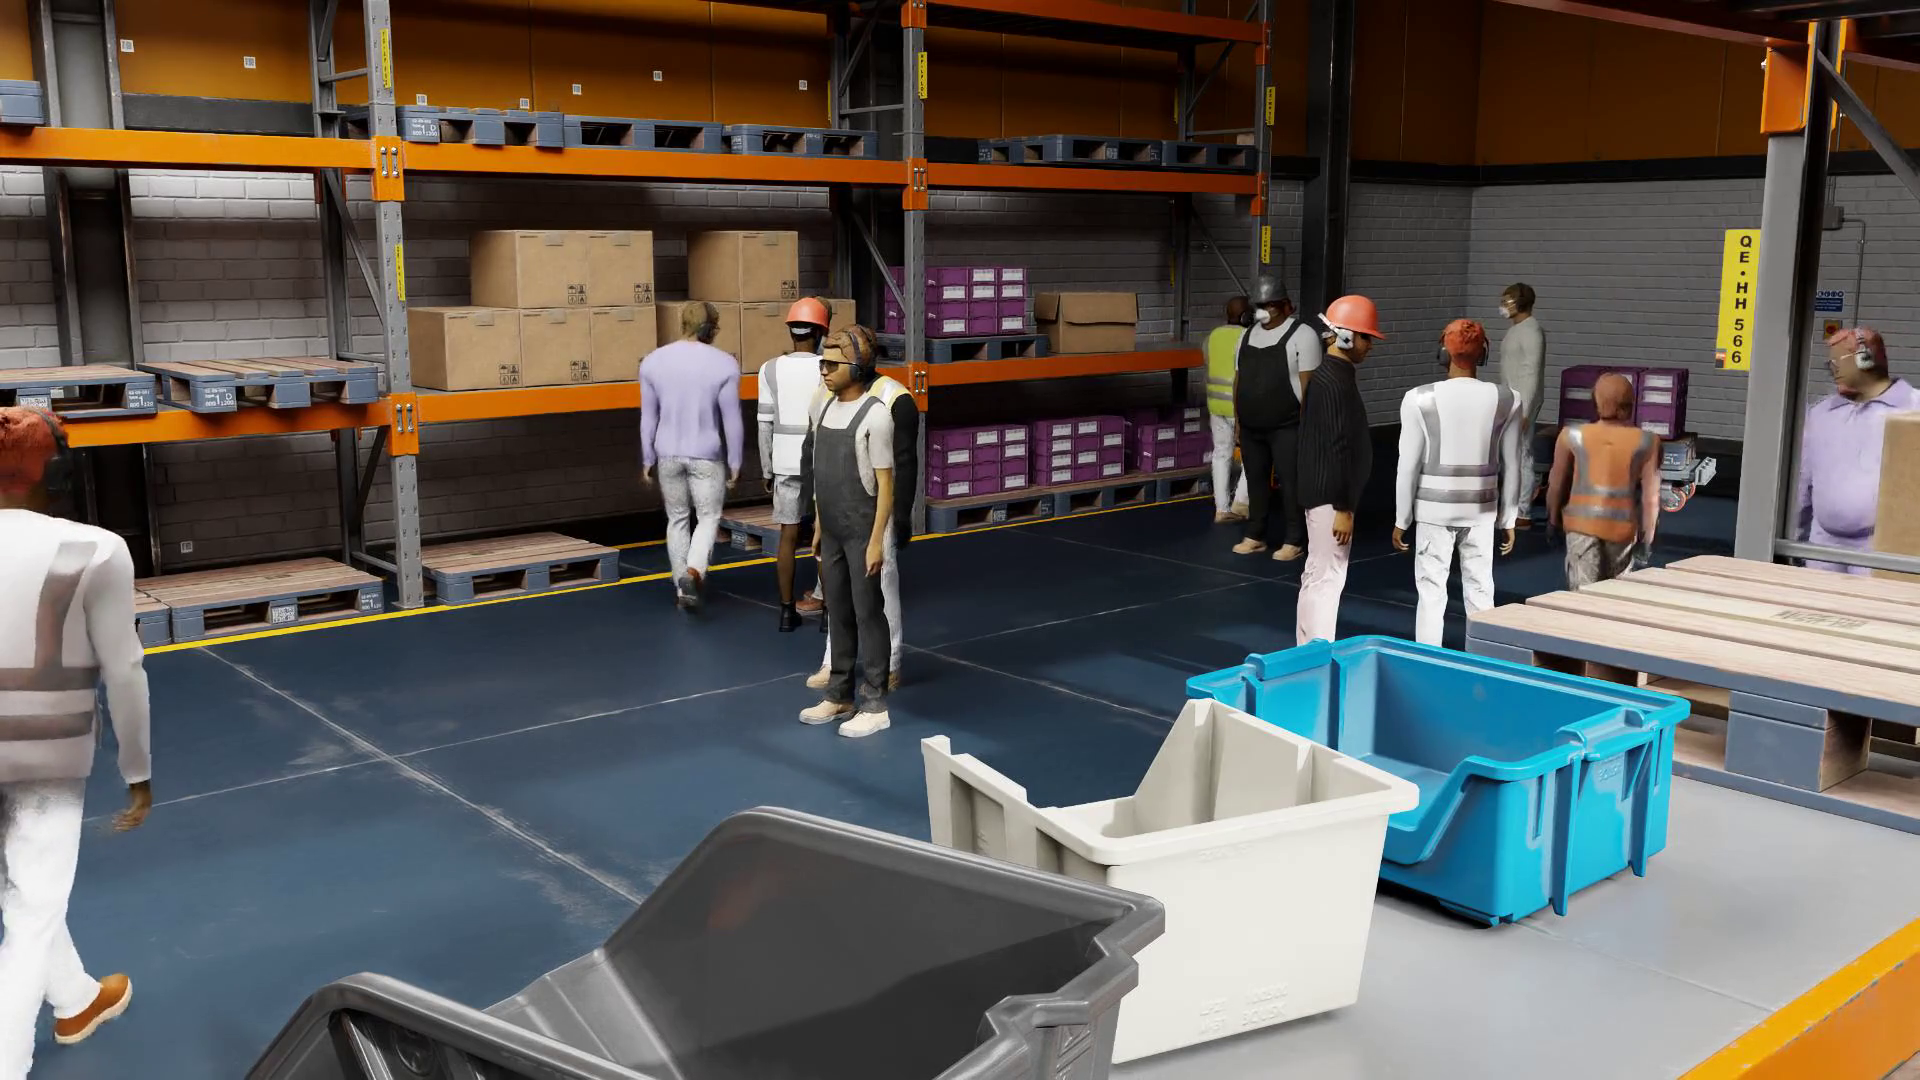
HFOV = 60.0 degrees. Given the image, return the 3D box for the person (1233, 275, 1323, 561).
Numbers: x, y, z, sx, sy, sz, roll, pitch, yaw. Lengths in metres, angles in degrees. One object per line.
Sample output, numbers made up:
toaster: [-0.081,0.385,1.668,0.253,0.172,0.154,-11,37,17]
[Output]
person: [2.193,-0.881,11.823,0.535,2.000,0.687,-10,14,-44]

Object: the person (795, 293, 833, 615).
person: [-0.846,-0.513,10.049,0.379,1.940,0.629,3,10,14]

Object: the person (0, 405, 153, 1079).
person: [-2.416,0.574,4.311,0.592,1.829,0.932,0,10,0]

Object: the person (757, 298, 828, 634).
person: [-0.874,-0.422,9.575,0.552,1.924,0.379,2,10,11]

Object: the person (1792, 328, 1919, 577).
person: [3.884,0.038,7.181,0.502,1.865,0.742,-5,11,-27]

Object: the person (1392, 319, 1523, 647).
person: [2.356,-0.104,7.907,0.586,1.883,0.340,0,10,3]

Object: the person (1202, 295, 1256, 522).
person: [2.206,-1.032,13.288,0.454,1.829,0.628,-9,13,-40]

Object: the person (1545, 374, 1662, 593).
person: [3.220,-0.038,8.367,0.516,1.589,0.893,2,10,13]

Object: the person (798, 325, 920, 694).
person: [-0.531,-0.145,8.289,0.667,1.839,0.429,6,12,30]

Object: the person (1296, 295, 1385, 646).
person: [1.842,-0.193,8.126,0.393,1.986,0.611,1,10,5]

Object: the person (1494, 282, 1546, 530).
person: [4.380,-1.044,13.027,0.354,1.937,0.639,1,10,7]

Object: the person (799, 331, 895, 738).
person: [-0.506,-0.028,7.598,0.346,1.846,0.506,-9,13,-41]

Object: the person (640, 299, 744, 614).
person: [-1.617,-0.480,9.964,0.649,1.911,0.713,1,10,5]
